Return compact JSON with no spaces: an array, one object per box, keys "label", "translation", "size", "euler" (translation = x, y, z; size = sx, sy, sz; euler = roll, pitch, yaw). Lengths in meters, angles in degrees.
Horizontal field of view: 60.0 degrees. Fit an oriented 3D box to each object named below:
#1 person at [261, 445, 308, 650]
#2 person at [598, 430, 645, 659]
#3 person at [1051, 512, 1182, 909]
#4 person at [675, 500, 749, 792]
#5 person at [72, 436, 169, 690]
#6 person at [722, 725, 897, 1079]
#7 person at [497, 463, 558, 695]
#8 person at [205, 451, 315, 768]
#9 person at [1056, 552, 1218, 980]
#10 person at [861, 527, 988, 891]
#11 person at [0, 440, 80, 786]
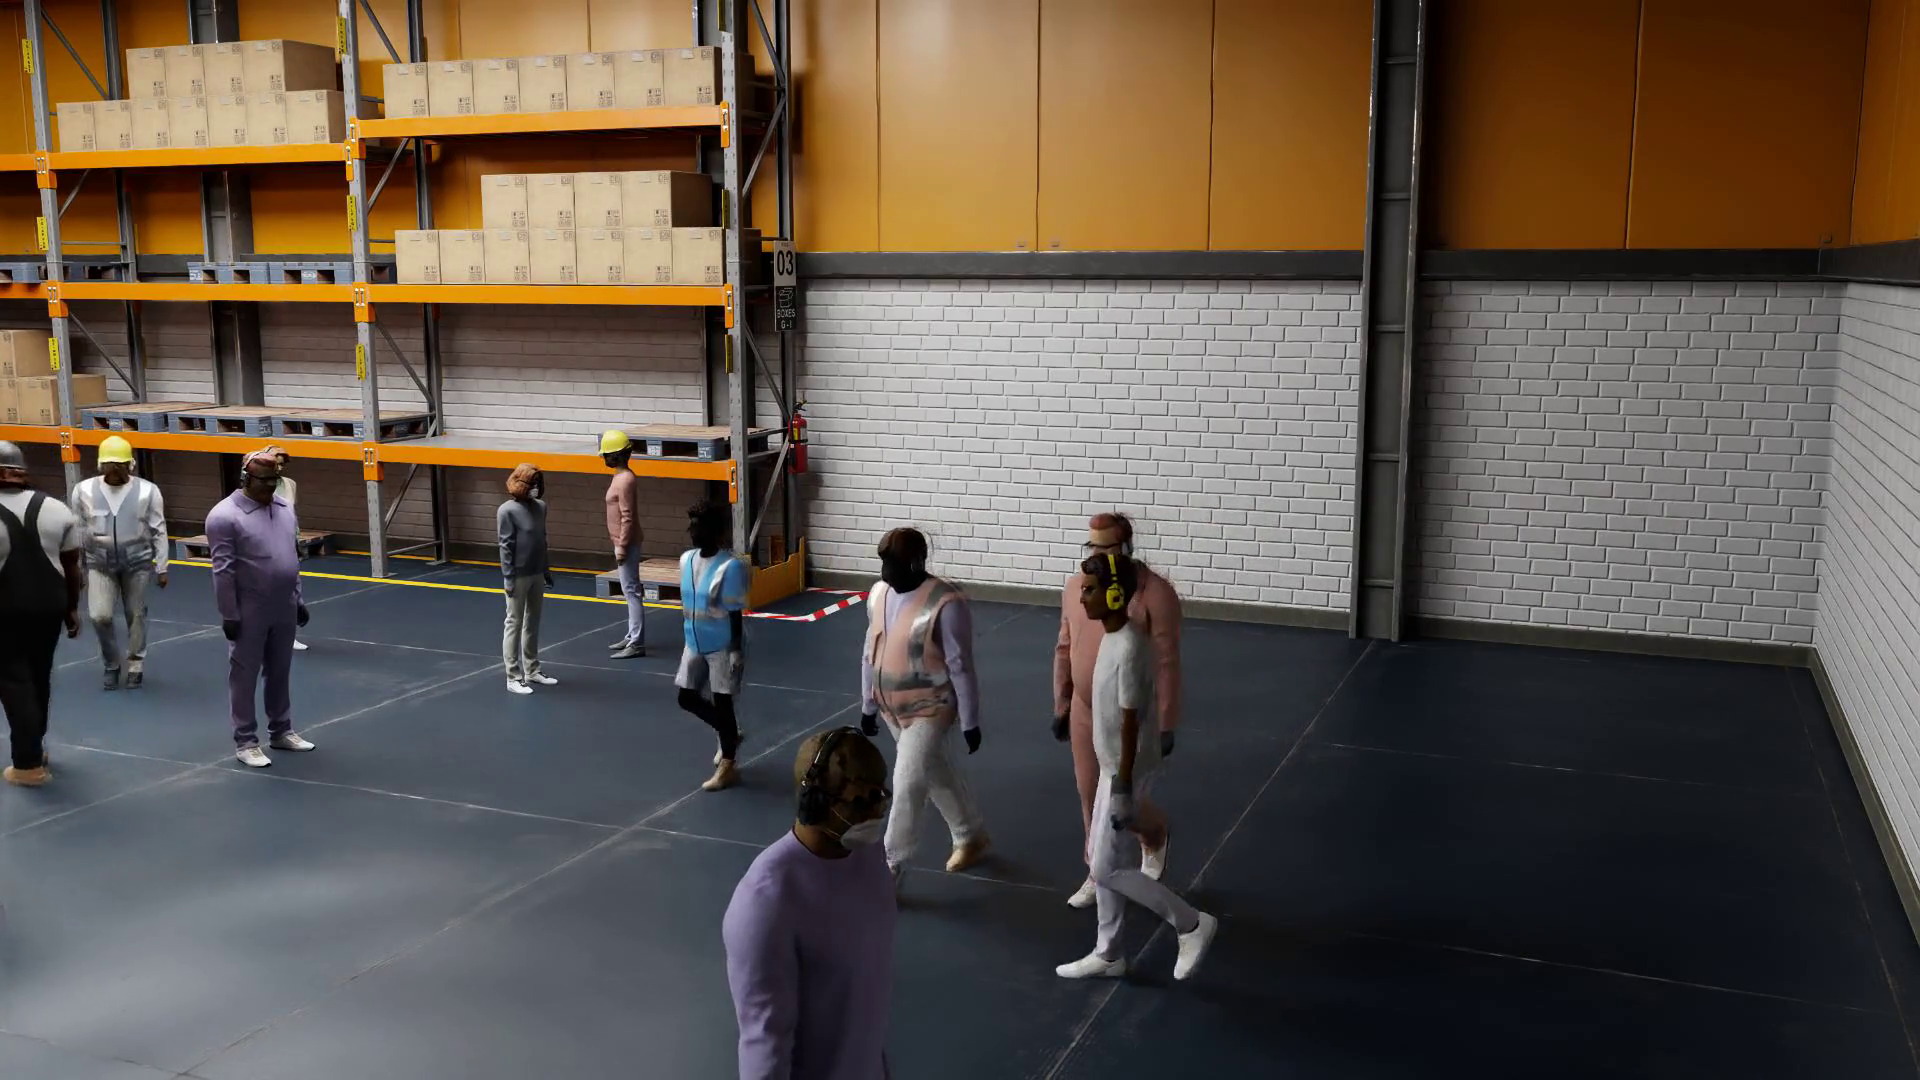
[{"label":"person","translation":[-5.303,0.081,12.864],"size":[0.312,1.639,0.512],"euler":[4,10,23]},{"label":"person","translation":[-2.596,0.035,12.787],"size":[0.327,1.761,0.522],"euler":[-2,10,-11]},{"label":"person","translation":[0.735,0.794,7.801],"size":[0.670,1.884,0.493],"euler":[8,12,41]},{"label":"person","translation":[-1.405,0.600,9.593],"size":[0.540,1.687,0.414],"euler":[7,12,35]},{"label":"person","translation":[-5.938,0.170,11.775],"size":[0.628,1.816,0.465],"euler":[-4,10,-22]},{"label":"person","translation":[-0.327,1.388,4.062],"size":[0.371,1.933,0.627],"euler":[4,10,23]},{"label":"person","translation":[-3.069,0.261,11.789],"size":[0.279,1.633,0.497],"euler":[4,10,23]},{"label":"person","translation":[-4.223,0.405,10.114],"size":[0.405,1.902,0.636],"euler":[4,10,23]},{"label":"person","translation":[0.726,0.961,6.898],"size":[0.567,1.853,0.527],"euler":[0,9,-3]},{"label":"person","translation":[-0.177,0.813,8.008],"size":[0.967,1.800,0.661],"euler":[-8,12,-39]},{"label":"person","translation":[-5.626,0.386,9.800],"size":[0.921,2.000,0.706],"euler":[7,12,38]}]
